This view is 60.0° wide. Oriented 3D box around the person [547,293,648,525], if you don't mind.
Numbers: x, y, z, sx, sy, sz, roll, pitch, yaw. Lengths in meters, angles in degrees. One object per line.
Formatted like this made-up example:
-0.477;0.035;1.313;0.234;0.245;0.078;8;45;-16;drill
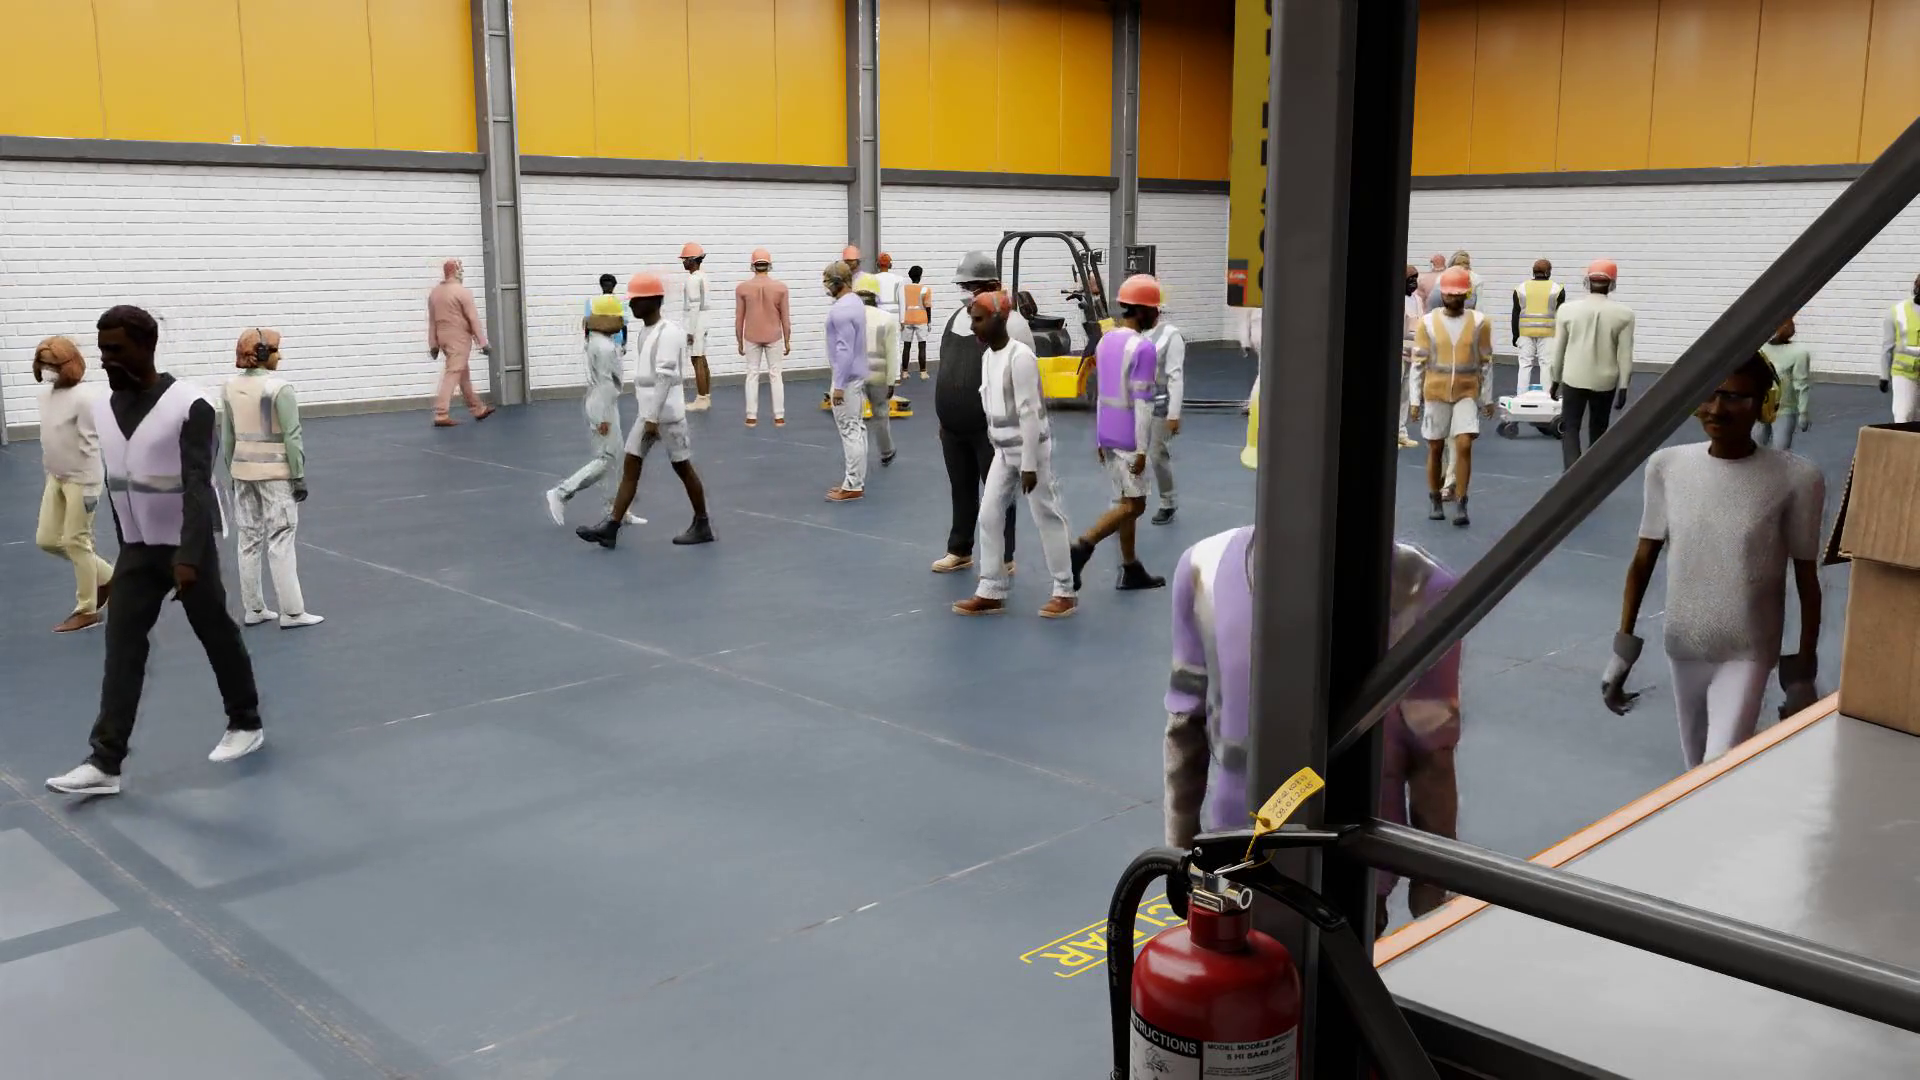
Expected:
-2.650;-0.922;12.056;0.663;1.721;0.483;-4;11;-20;person

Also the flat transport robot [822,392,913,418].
-1.113;-1.621;19.813;0.652;0.197;1.431;-4;11;-22;flat transport robot

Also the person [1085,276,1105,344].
1.724;-2.673;21.875;0.681;1.613;0.507;-1;10;-4;person

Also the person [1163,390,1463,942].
0.710;0.589;3.338;0.592;1.904;0.790;7;12;33;person

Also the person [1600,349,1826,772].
2.119;0.357;4.749;0.912;1.833;0.493;-8;13;-38;person

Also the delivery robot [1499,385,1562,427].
6.070;-1.396;17.533;0.707;0.478;0.477;1;10;0;delivery robot

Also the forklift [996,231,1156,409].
1.222;-2.721;20.561;2.313;2.155;1.214;2;11;13;forklift

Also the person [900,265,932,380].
-0.661;-3.218;24.657;0.532;1.691;0.321;4;11;20;person

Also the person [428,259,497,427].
-5.616;-2.223;18.778;0.647;1.856;0.994;8;13;38;person

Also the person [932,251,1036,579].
0.092;-0.772;10.354;0.689;2.000;0.537;9;14;40;person

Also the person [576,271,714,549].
-2.125;-0.867;11.289;0.985;1.883;0.548;-8;13;-39;person

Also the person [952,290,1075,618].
0.332;-0.463;9.288;0.689;1.836;0.582;-5;12;-26;person

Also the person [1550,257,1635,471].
5.040;-1.272;13.291;0.619;1.968;0.825;3;11;17;person

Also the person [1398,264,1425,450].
4.421;-1.823;16.627;0.633;1.841;0.429;-10;14;-42;person

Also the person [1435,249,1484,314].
6.737;-2.951;22.514;0.635;1.937;0.352;2;11;11;person

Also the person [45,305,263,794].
-3.123;0.030;6.458;0.609;1.864;0.988;3;11;17;person

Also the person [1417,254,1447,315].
7.001;-3.224;24.200;0.728;1.866;0.778;4;11;22;person

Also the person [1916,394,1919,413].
7.678;-1.140;12.952;0.404;1.831;0.574;1;10;5;person

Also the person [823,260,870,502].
-0.902;-1.262;13.340;0.401;1.942;0.635;1;10;6;person

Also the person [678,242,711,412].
-3.222;-2.578;20.198;0.374;2.043;0.614;1;10;4;person

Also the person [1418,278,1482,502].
3.965;-1.243;13.421;0.449;1.871;0.597;-10;14;-42;person

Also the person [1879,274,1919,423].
8.504;-1.468;14.749;0.659;1.821;0.475;5;11;23;person

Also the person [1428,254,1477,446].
5.021;-1.928;16.938;0.629;1.940;0.373;-7;12;-32;person

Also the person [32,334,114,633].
-4.768;-0.309;8.977;0.529;1.610;0.412;7;12;32;person

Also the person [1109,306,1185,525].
1.350;-0.974;12.113;0.610;1.804;0.766;8;13;38;person

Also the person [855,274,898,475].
-0.829;-1.489;14.965;0.598;1.780;0.958;2;11;9;person

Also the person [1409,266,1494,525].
3.615;-1.045;12.226;0.616;1.899;0.818;2;11;13;person

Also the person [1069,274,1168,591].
0.912;-0.604;9.806;0.748;1.913;0.544;-5;12;-27;person

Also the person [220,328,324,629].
-3.772;-0.328;9.036;0.514;1.636;0.314;4;11;23;person

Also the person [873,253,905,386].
-1.057;-3.109;23.529;0.572;1.883;0.354;-2;11;-10;person

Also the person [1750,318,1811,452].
6.202;-0.957;12.541;0.576;1.616;0.508;-6;12;-30;person

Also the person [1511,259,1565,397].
7.076;-2.505;20.352;0.635;1.840;0.429;5;12;27;person

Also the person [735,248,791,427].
-2.203;-2.256;18.601;0.620;1.988;0.399;-1;10;-4;person

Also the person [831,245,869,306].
-1.452;-3.033;22.798;0.620;2.007;1.017;1;10;6;person

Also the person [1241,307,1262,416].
3.585;-2.326;19.385;1.023;1.849;0.650;-10;14;-42;person

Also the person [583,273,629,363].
-4.314;-2.419;20.311;0.550;1.676;0.453;-2;11;-10;person
